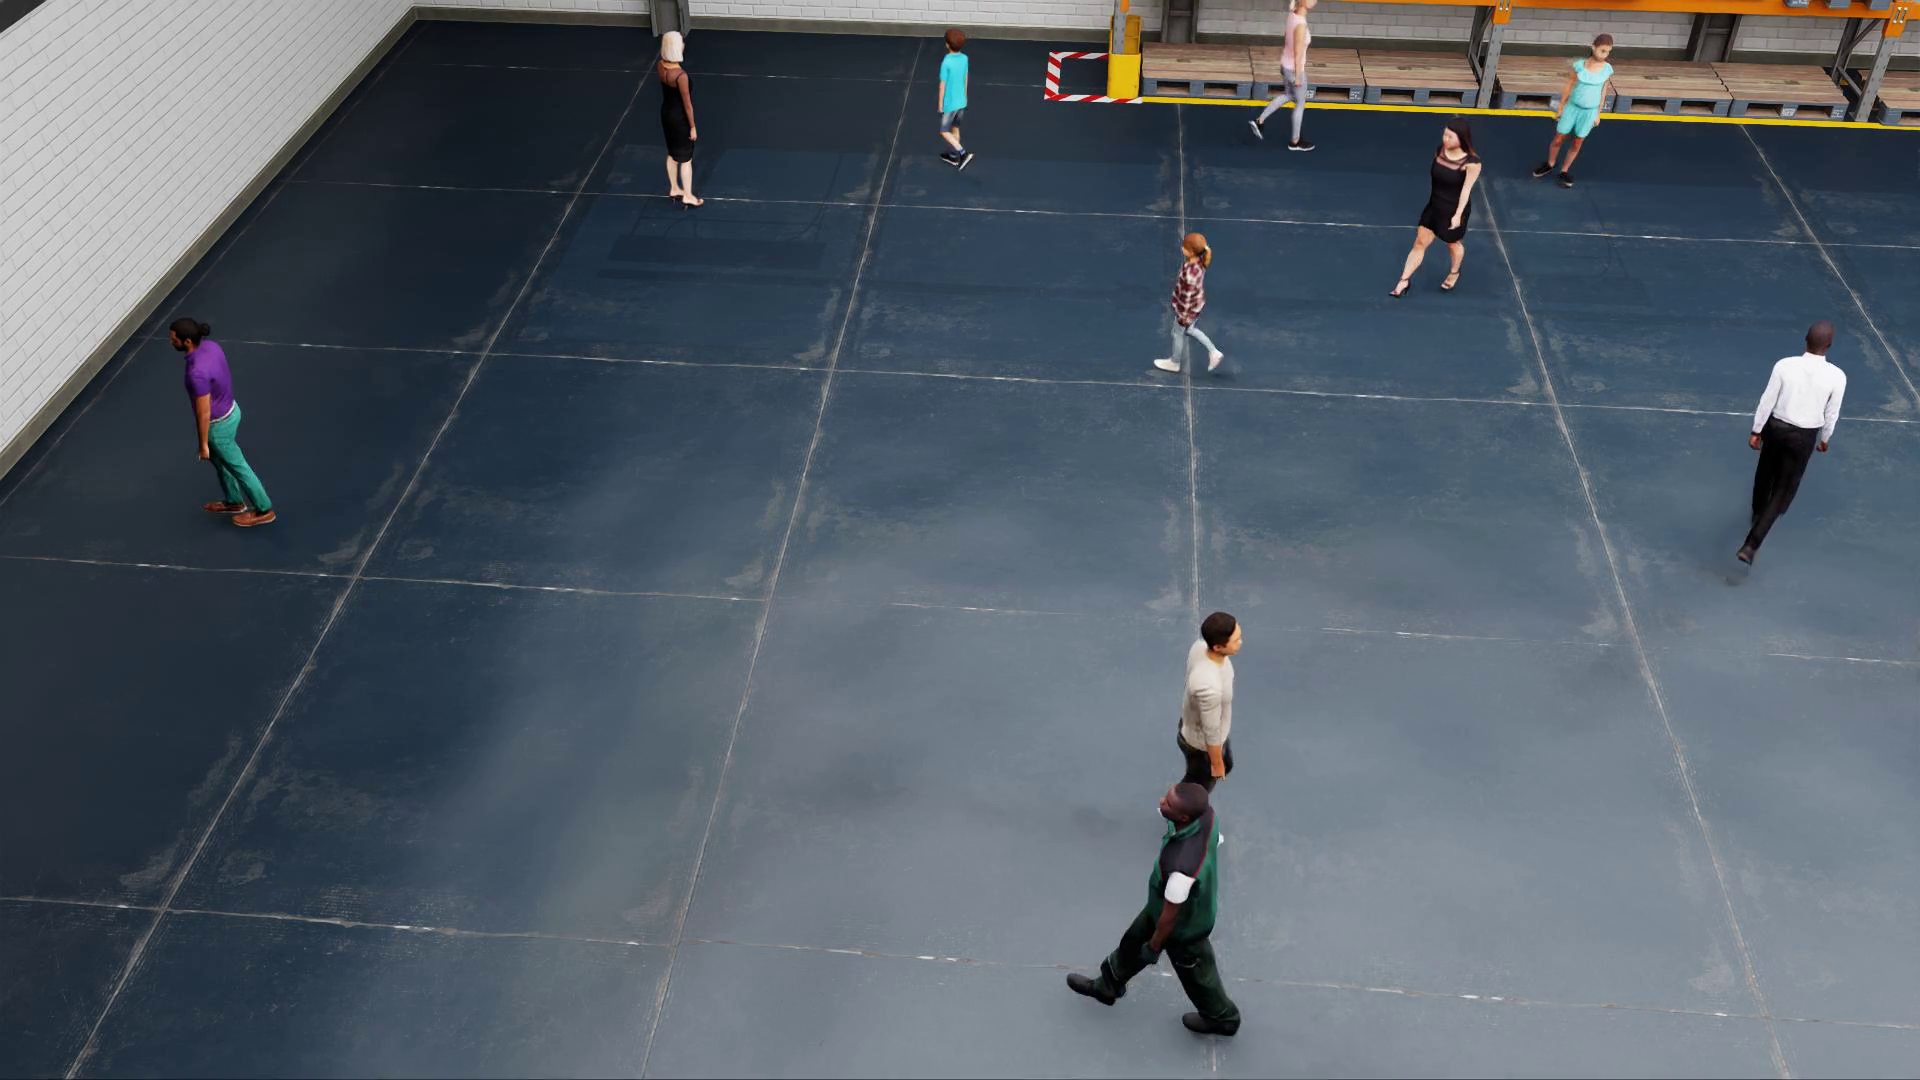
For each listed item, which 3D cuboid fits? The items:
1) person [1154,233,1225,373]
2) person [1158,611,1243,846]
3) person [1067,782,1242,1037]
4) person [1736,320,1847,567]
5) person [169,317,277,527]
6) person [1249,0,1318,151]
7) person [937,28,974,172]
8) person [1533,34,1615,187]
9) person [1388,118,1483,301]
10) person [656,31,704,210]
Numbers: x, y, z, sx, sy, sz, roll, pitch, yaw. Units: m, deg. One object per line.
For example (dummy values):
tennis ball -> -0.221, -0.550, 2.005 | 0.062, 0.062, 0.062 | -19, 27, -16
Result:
person -> 1.933, -1.920, 13.616 | 0.865, 1.295, 0.680 | 15, 41, 17
person -> 1.305, 1.084, 9.446 | 0.637, 1.805, 0.684 | 4, 39, 5
person -> 1.187, 1.932, 8.399 | 1.231, 1.787, 0.839 | 9, 40, 11
person -> 5.757, -0.642, 11.614 | 1.268, 1.797, 1.160 | 26, 45, 29
person -> -5.208, -0.846, 11.899 | 0.852, 1.760, 0.782 | -7, 39, -9
person -> 3.326, -4.786, 16.870 | 0.945, 1.714, 0.687 | -4, 39, -4
person -> -0.031, -4.361, 16.560 | 0.843, 1.436, 0.764 | 32, 48, 33
person -> 6.054, -4.223, 16.295 | 0.604, 1.551, 0.781 | 17, 42, 20
person -> 4.312, -2.874, 14.509 | 1.132, 1.671, 1.038 | -24, 45, -27
person -> -2.702, -3.997, 15.856 | 0.726, 1.746, 0.656 | -30, 47, -32
